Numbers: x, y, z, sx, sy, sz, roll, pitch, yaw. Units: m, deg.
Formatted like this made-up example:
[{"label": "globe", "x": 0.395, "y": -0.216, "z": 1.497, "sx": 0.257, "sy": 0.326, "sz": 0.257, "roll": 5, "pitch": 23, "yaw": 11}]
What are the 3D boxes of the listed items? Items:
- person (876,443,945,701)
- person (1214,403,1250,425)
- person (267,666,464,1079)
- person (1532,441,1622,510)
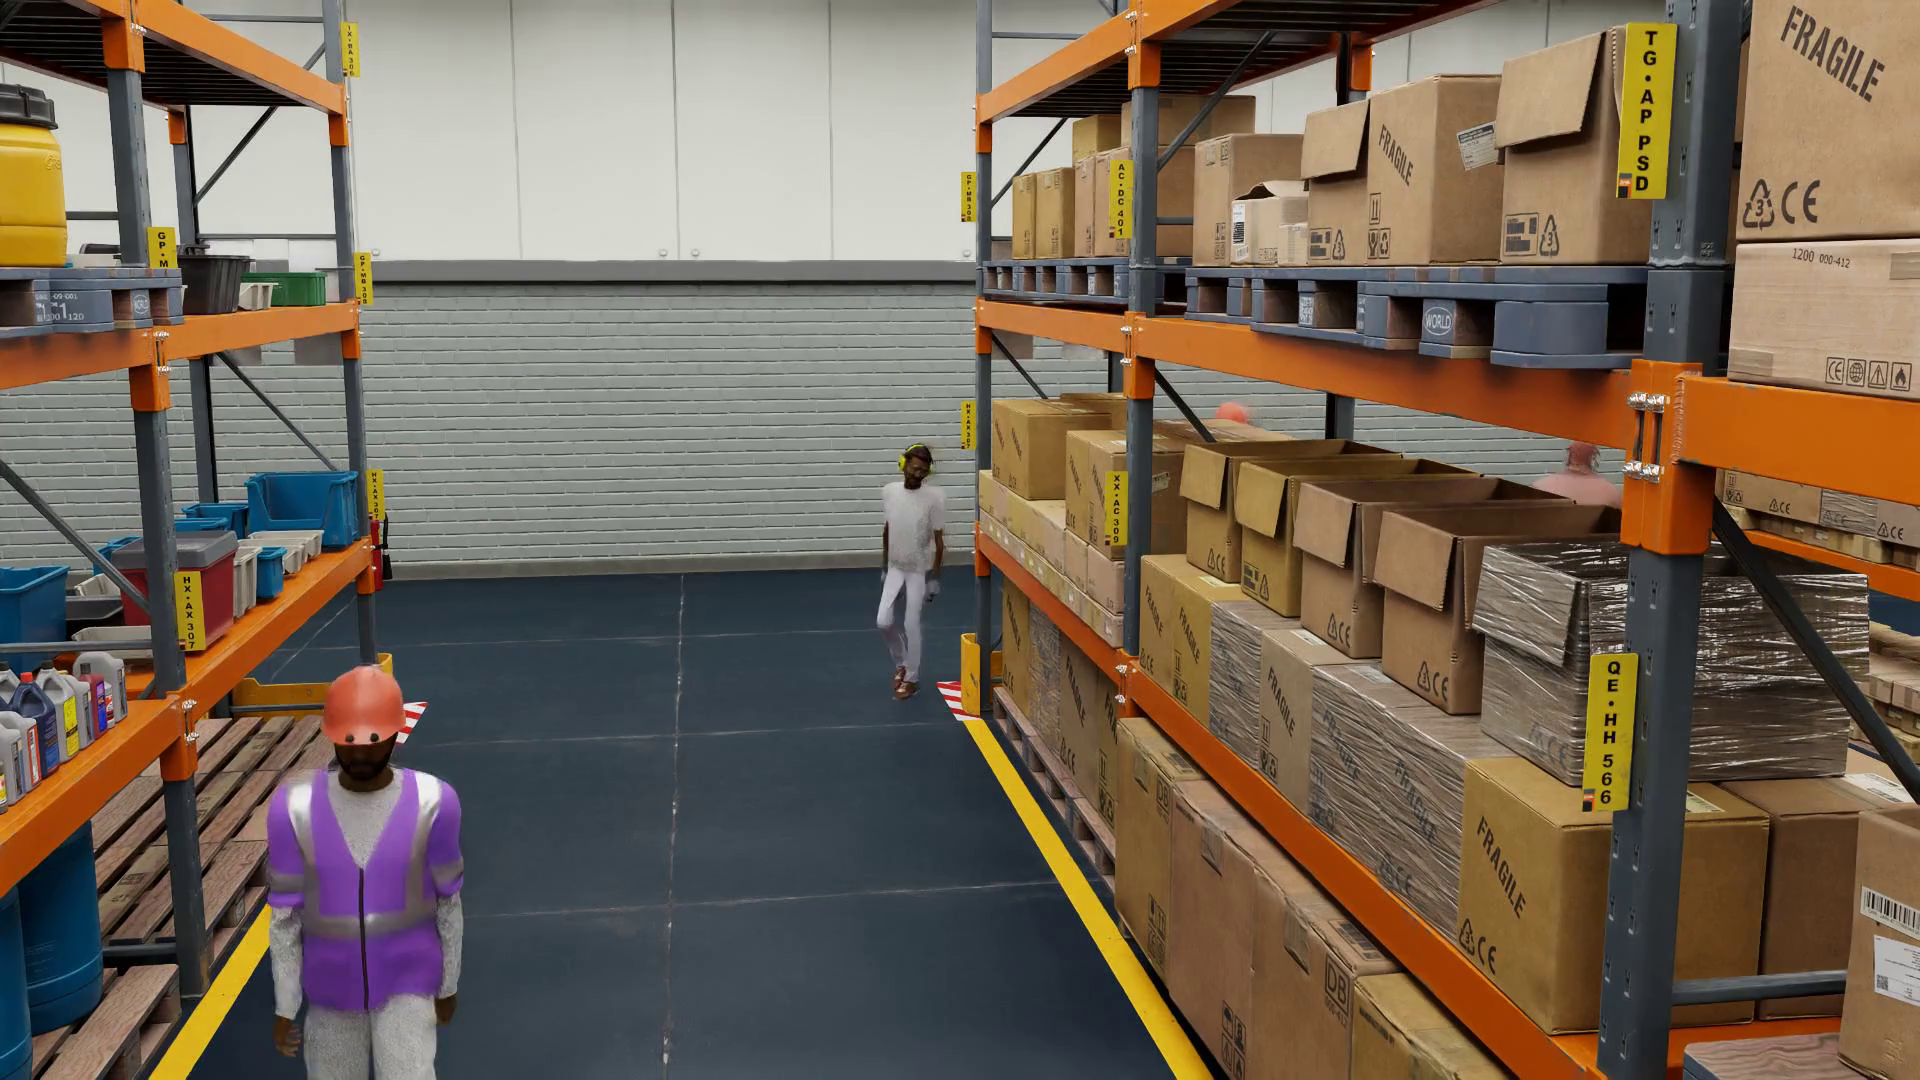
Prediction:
[{"label": "person", "x": -0.361, "y": 0.232, "z": 11.677, "sx": 0.528, "sy": 1.838, "sz": 0.434, "roll": 5, "pitch": 10, "yaw": 26}, {"label": "person", "x": 2.078, "y": -0.090, "z": 13.218, "sx": 1.012, "sy": 1.992, "sz": 0.620, "roll": -4, "pitch": 10, "yaw": -21}, {"label": "person", "x": -1.762, "y": 1.281, "z": 5.001, "sx": 0.557, "sy": 1.914, "sz": 0.769, "roll": -2, "pitch": 9, "yaw": -13}, {"label": "person", "x": 4.338, "y": 0.194, "z": 11.914, "sx": 0.657, "sy": 1.832, "sz": 1.022, "roll": 2, "pitch": 9, "yaw": 10}]
